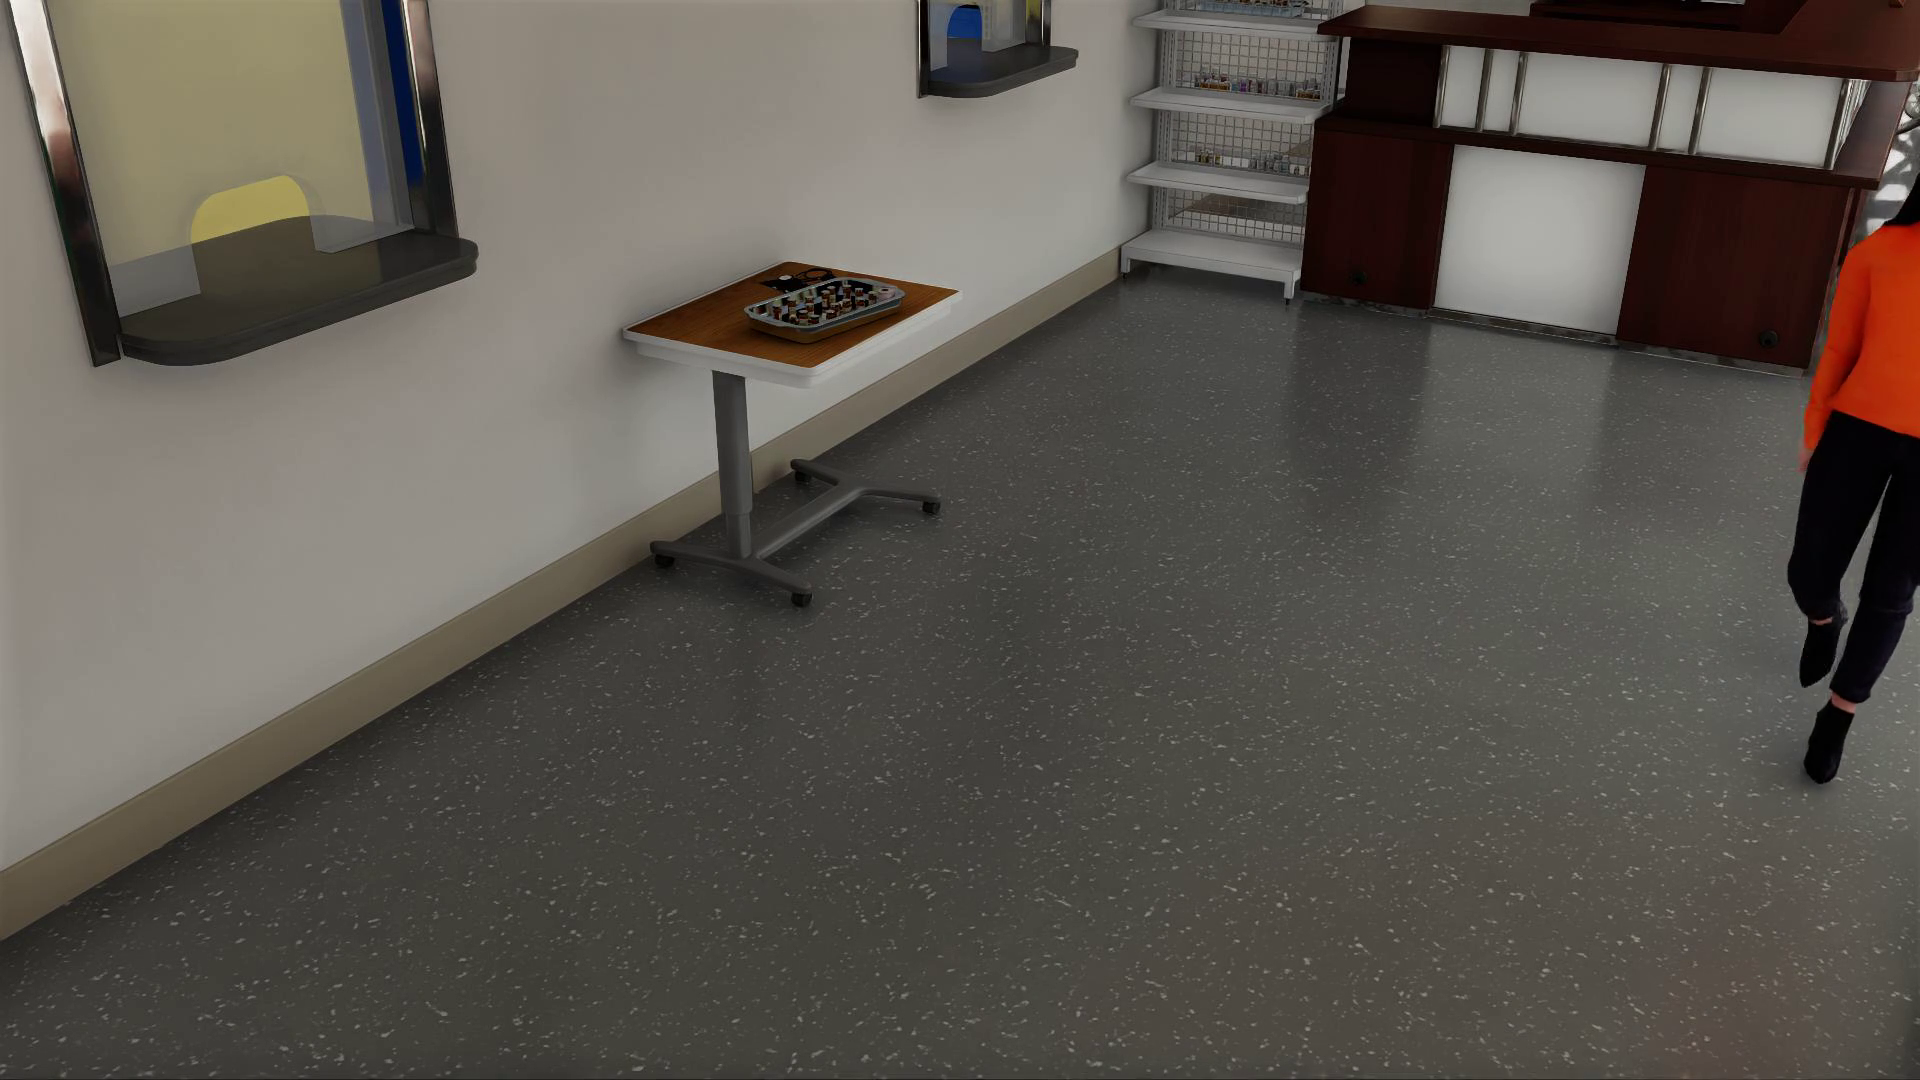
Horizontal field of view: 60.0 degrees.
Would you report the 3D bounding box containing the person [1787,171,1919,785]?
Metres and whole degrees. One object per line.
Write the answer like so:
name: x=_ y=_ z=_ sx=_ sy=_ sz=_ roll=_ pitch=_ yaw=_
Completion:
person: x=2.371 y=-0.232 z=4.201 sx=0.696 sy=1.735 sz=0.674 roll=14 pitch=29 yaw=27
